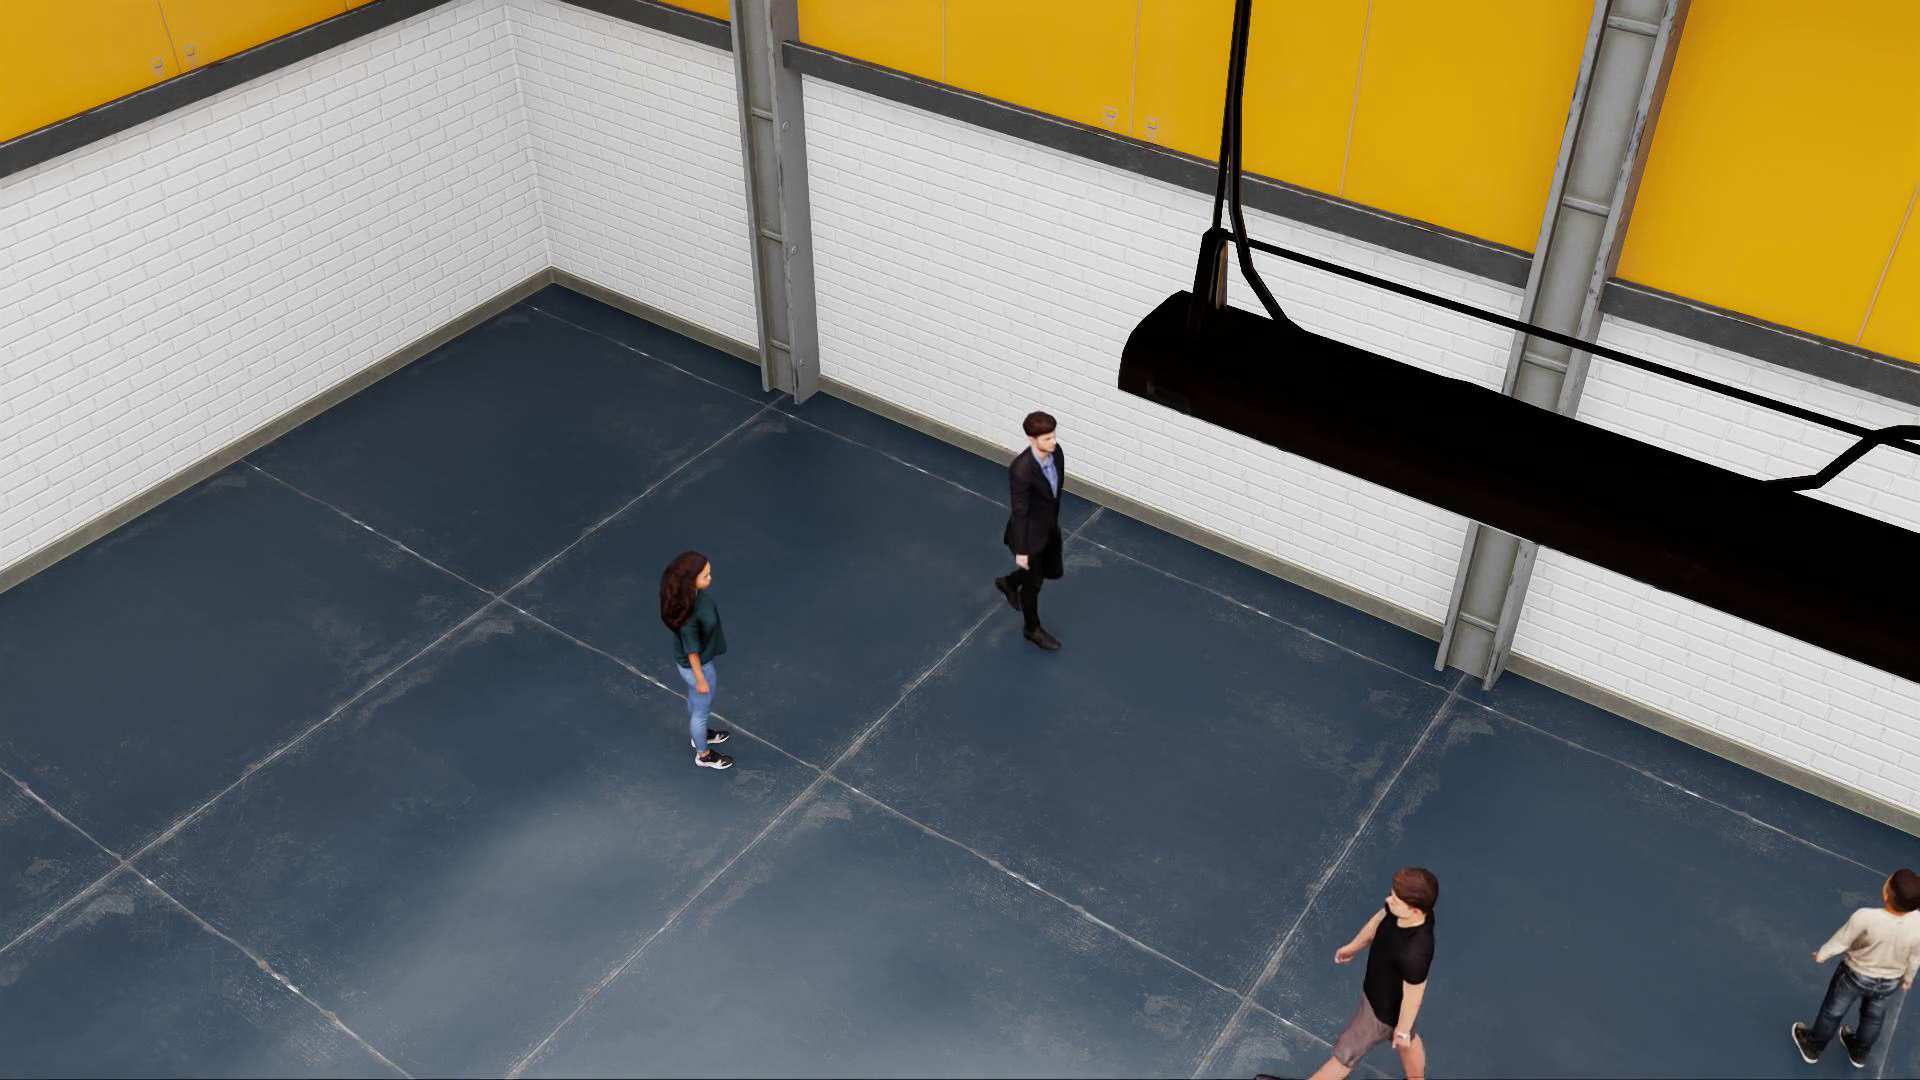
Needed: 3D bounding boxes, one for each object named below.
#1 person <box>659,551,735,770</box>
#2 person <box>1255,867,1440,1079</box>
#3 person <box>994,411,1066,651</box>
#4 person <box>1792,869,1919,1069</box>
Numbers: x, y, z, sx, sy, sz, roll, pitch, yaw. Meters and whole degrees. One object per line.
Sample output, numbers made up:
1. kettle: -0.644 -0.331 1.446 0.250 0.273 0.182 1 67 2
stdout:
1. person: -1.627 0.732 10.263 0.772 1.616 0.712 -6 39 -8
2. person: 2.200 2.252 8.199 1.241 1.815 0.976 7 39 9
3. person: 0.442 -0.090 11.083 0.875 1.877 0.727 27 46 30
4. person: 4.646 2.245 8.493 0.627 1.460 0.740 7 39 8
